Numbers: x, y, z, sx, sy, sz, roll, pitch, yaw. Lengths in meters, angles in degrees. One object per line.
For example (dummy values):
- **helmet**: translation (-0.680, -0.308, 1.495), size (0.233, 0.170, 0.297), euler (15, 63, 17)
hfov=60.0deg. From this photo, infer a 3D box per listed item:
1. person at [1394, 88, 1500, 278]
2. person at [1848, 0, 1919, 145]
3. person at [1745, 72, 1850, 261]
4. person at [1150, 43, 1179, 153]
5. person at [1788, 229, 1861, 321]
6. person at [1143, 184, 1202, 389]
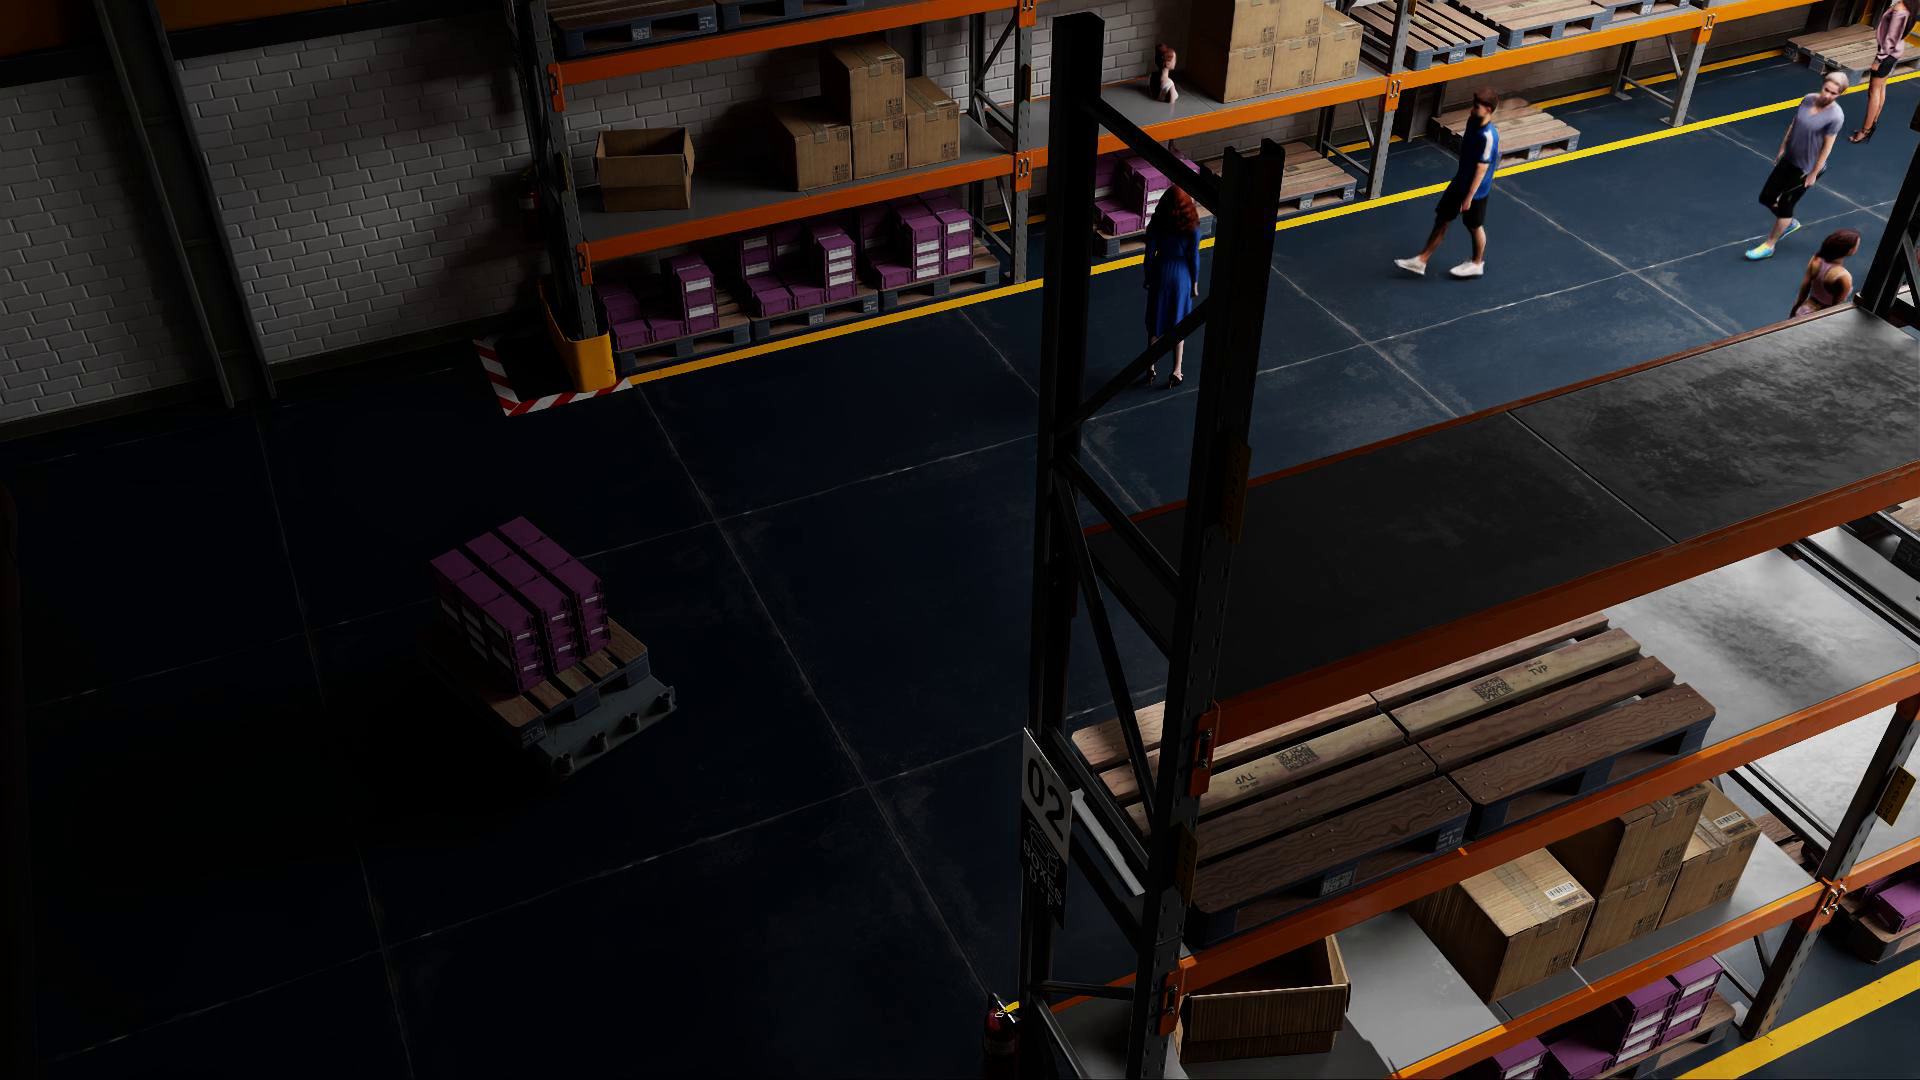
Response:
- **person**: translation (4.680, -3.176, 14.956), size (1.154, 1.832, 0.833), euler (-8, 39, -10)
- **person**: translation (9.627, -5.007, 17.266), size (0.756, 1.810, 0.607), euler (29, 47, 32)
- **person**: translation (7.765, -3.427, 15.245), size (0.848, 1.864, 0.750), euler (-9, 39, -11)
- **person**: translation (1.874, -3.867, 15.852), size (0.498, 1.793, 0.551), euler (-15, 41, -18)
- **person**: translation (6.608, -1.622, 13.084), size (1.170, 1.739, 0.726), euler (-9, 40, -11)
- **person**: translation (1.707, -2.055, 13.555), size (0.706, 1.829, 0.770), euler (12, 40, 14)
